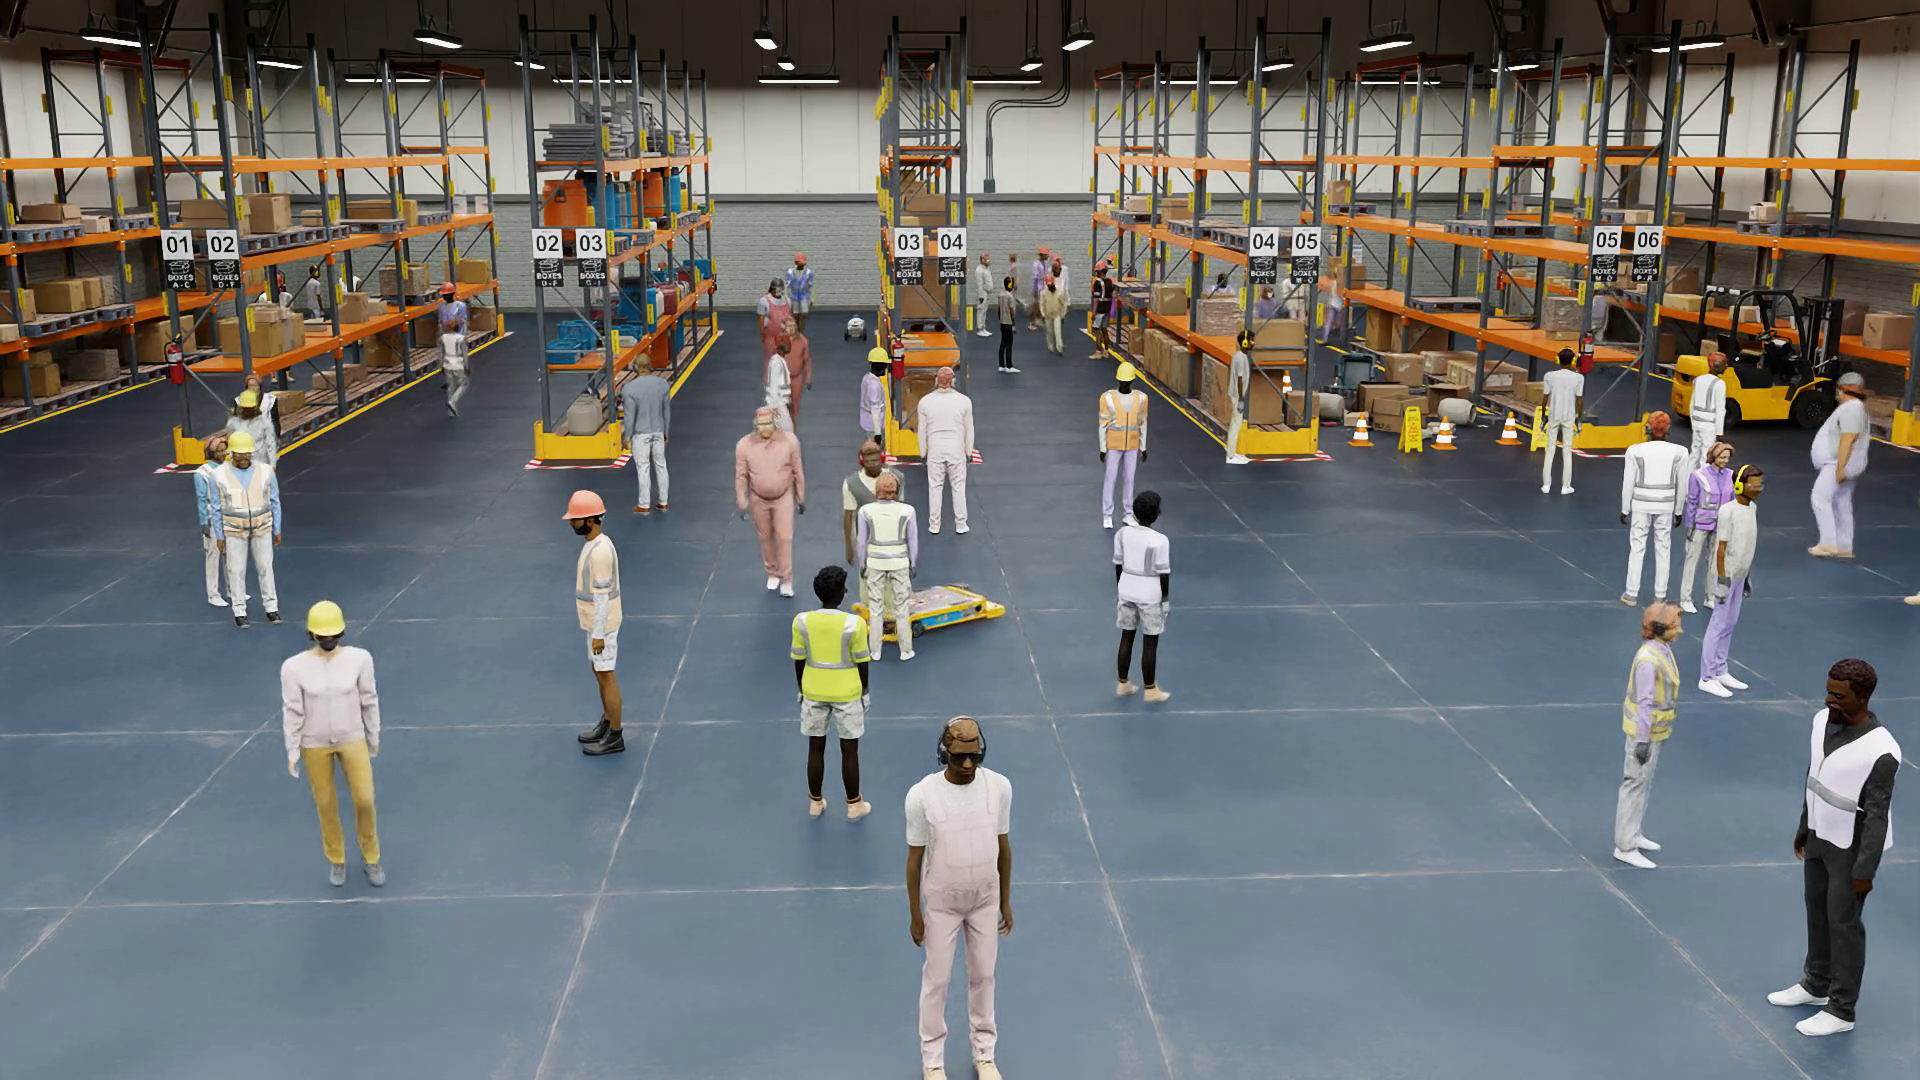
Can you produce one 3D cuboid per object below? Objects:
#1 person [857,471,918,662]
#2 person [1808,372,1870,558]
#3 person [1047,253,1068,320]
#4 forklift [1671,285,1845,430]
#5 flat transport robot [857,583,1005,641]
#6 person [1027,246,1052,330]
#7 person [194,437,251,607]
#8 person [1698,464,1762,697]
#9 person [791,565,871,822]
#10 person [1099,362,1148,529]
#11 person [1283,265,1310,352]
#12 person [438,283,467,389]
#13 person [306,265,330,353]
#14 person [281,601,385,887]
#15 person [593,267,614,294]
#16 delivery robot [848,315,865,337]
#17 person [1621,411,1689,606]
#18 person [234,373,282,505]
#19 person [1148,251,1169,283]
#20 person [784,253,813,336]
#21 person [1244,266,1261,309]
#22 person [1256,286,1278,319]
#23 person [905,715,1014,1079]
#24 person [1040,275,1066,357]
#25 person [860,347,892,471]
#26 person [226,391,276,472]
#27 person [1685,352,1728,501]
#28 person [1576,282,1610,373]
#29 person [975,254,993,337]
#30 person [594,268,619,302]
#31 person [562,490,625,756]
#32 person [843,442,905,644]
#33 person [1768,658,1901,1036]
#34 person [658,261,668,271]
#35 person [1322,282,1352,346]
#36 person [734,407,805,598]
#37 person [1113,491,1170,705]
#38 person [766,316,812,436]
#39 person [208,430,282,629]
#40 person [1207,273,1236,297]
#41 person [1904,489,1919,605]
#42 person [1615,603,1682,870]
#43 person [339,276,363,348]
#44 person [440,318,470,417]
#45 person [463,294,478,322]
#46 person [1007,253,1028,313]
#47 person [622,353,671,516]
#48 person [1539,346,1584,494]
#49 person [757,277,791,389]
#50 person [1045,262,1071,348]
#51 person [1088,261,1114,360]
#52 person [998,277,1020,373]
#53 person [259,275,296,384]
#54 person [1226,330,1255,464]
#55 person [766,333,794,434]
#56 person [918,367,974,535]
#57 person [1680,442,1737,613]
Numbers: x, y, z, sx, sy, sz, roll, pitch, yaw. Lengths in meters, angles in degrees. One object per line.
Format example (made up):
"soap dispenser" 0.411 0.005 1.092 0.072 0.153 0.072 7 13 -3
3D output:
"person" -0.614 0.234 14.132 0.514 1.641 0.315 1 13 3
"person" 9.380 -0.824 17.756 0.548 2.000 0.784 10 17 37
"person" 2.433 -6.328 41.729 0.575 1.729 0.440 -5 14 -18
"forklift" 12.503 -2.886 26.166 2.313 2.155 1.214 -1 13 -3
"flat transport robot" -0.337 0.650 15.304 1.431 0.197 0.652 -11 17 -38
"person" 1.913 -6.048 39.990 0.649 2.008 0.719 6 14 22
"person" -7.074 -0.184 15.931 0.314 1.632 0.518 5 14 21
"person" 6.204 0.311 13.319 0.520 1.871 0.332 -11 17 -39
"person" -0.824 0.998 10.781 0.529 1.695 0.321 3 14 14
"person" 1.882 -1.089 19.137 0.587 1.922 0.383 -3 14 -12
"person" 7.212 -4.966 35.610 0.627 1.894 0.453 -2 13 -10
"person" -9.204 -3.695 30.151 0.546 1.934 0.376 3 14 14
"person" -13.752 -4.928 35.541 0.510 1.861 0.328 11 17 39
"person" -3.660 1.215 9.739 0.542 1.752 0.511 -6 15 -23
"person" -9.201 -6.625 43.023 0.541 1.718 0.880 1 13 3
"delivery robot" -2.365 -4.898 37.998 0.477 0.478 0.707 0 13 2
"person" 6.595 -0.294 15.847 0.575 1.885 0.355 3 14 13
"person" -8.545 -1.214 20.275 0.522 1.636 0.310 -7 15 -26
"person" 5.083 -6.472 42.291 0.552 1.744 0.554 -8 16 -31
"person" -3.611 -5.397 37.200 0.685 2.005 0.694 -2 13 -9
"person" 6.280 -5.014 35.801 0.414 1.908 0.599 -2 13 -6
"person" 6.177 -4.271 33.304 0.523 1.598 0.785 -5 14 -21
"person" 0.000 1.670 7.642 0.501 1.838 0.341 -5 14 -19
"person" 1.950 -4.732 35.076 0.555 1.686 0.910 1 13 4
"person" -1.038 -1.424 20.576 0.402 1.917 0.583 -2 13 -9
"person" -7.870 -0.827 18.519 0.497 1.676 0.945 -4 14 -17
"person" 9.167 -1.368 20.404 0.355 1.881 0.575 -2 13 -10
"person" 12.373 -4.153 32.381 0.594 1.804 0.878 -2 13 -10
"person" 0.571 -5.701 38.703 0.403 1.911 0.637 4 14 15
"person" -8.009 -5.526 37.869 0.644 1.947 0.537 -4 14 -15
"person" -2.638 0.592 12.014 0.377 1.930 0.539 -4 14 -18
"person" -0.740 0.014 14.710 0.590 1.799 0.824 -3 14 -13
"person" 4.350 1.498 8.208 0.397 1.911 0.588 -1 13 -3
"person" -7.152 -5.911 40.176 0.286 1.635 0.497 -8 16 -31
"person" 8.429 -5.151 36.765 0.869 1.719 0.536 -4 14 -18
"person" -1.856 -0.361 16.160 0.668 1.860 0.932 0 13 -1
"person" 1.440 0.448 13.106 0.317 1.695 0.540 -13 18 -43
"person" -2.492 -2.352 24.593 0.672 1.867 0.906 -5 14 -20
"person" -6.493 -0.101 15.163 0.593 1.824 0.403 -8 16 -31
"person" 5.373 -4.498 33.804 0.654 1.811 0.848 -4 14 -17
"person" 9.266 -0.230 15.693 0.429 1.838 0.624 0 13 -2
"person" 4.200 1.176 10.152 0.309 1.638 0.516 8 15 30
"person" -13.311 -5.123 36.386 0.570 1.843 0.373 6 14 23
"person" -8.207 -2.794 26.985 0.582 1.621 0.412 5 14 19
"person" -11.655 -5.806 39.539 0.480 1.710 0.511 -4 14 -17
"person" 1.458 -6.687 43.485 0.546 1.619 0.513 0 13 1
"person" -3.732 -1.258 19.827 0.627 1.934 0.372 -11 17 -39
"person" 7.611 -1.515 21.040 0.528 1.876 0.323 7 15 26
"person" -3.301 -3.752 30.161 0.674 2.000 0.535 -9 16 -33
"person" 2.138 -5.190 36.638 0.595 1.860 0.791 -10 17 -36
"person" 2.914 -4.734 34.364 0.410 2.028 0.617 10 17 37
"person" 0.938 -4.203 32.456 0.329 1.865 0.515 -8 16 -31
"person" -12.637 -3.913 30.862 0.605 2.033 0.391 -9 16 -32
"person" 3.884 -1.976 23.044 0.334 1.861 0.498 1 13 5
"person" -2.439 -1.873 22.583 0.411 1.869 0.583 -1 13 -4
"person" -0.154 -1.005 18.811 0.636 1.911 0.406 1 13 3
"person" 7.052 -0.118 15.647 0.514 1.634 0.313 -2 13 -8
